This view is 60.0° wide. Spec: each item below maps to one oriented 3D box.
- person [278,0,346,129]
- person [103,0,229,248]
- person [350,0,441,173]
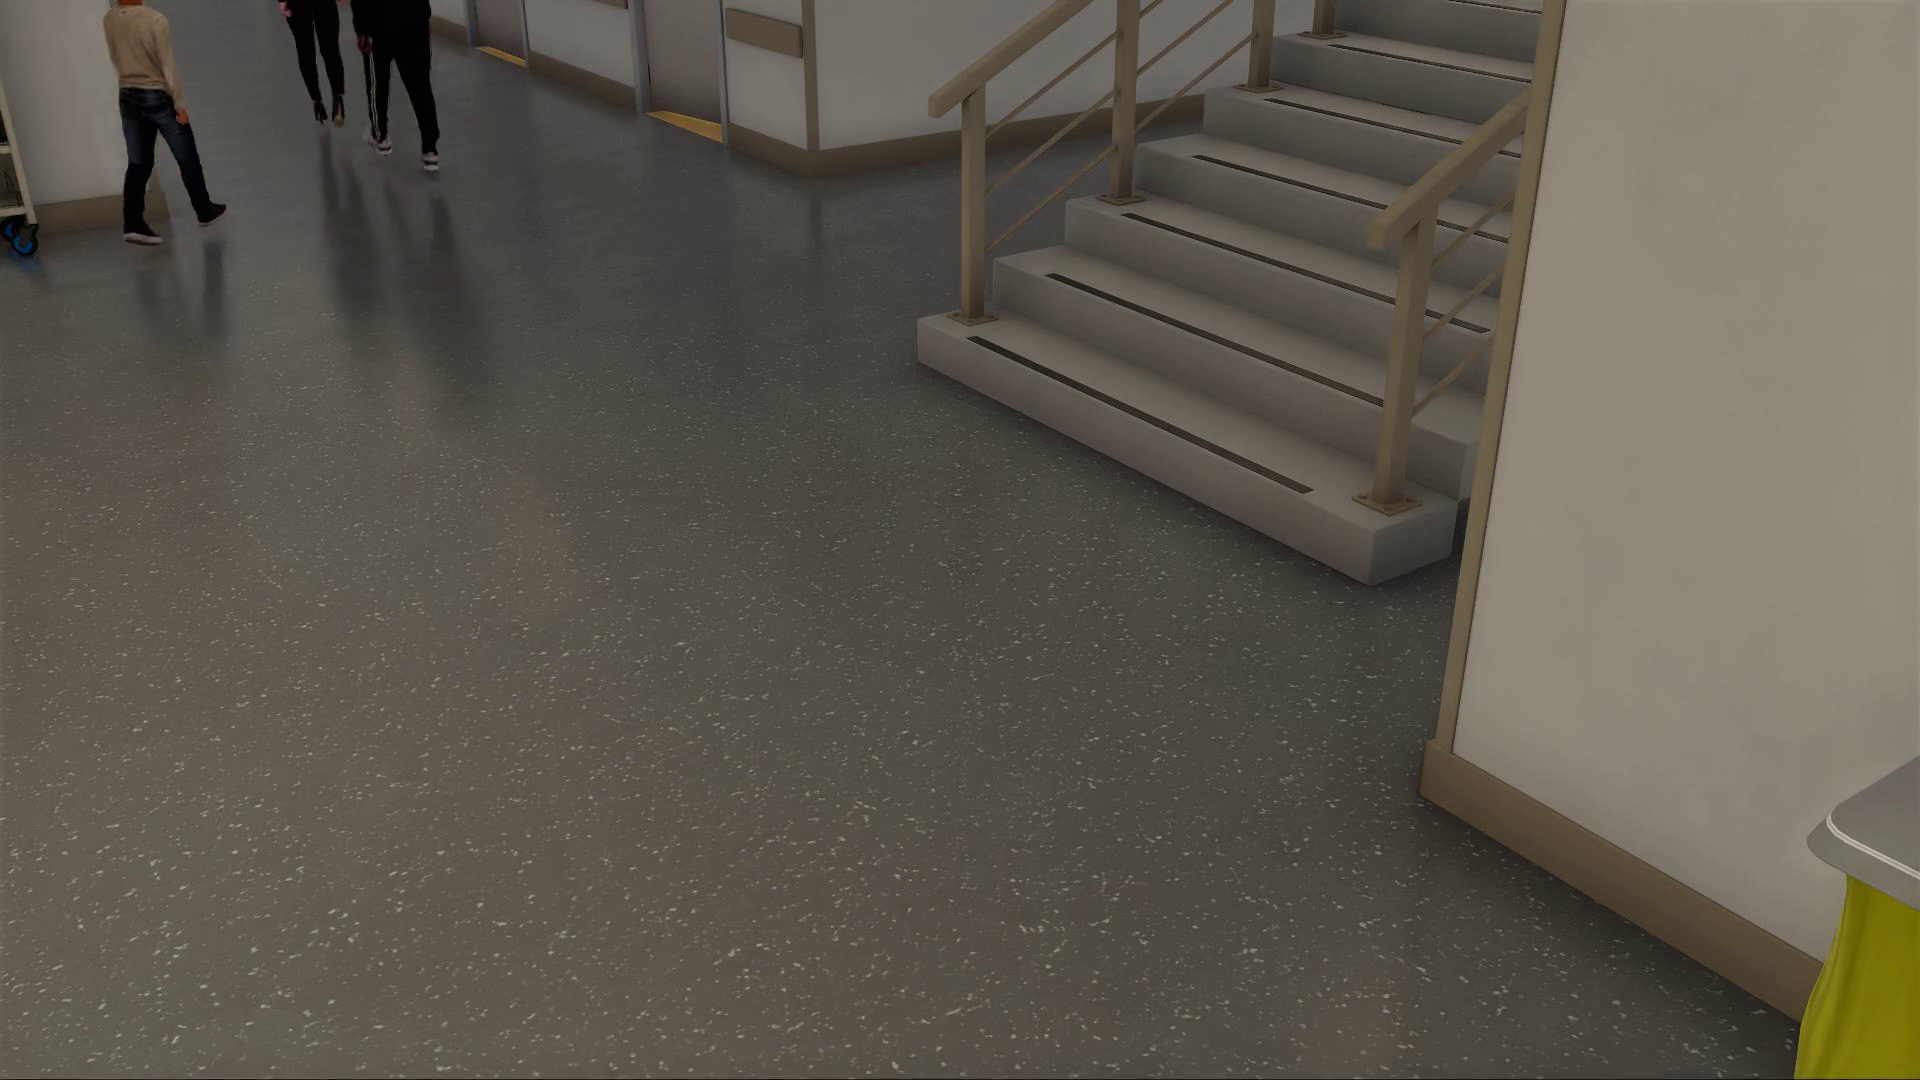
[{"bbox_3d":[-4.302,-3.556,11.081,1.030,1.682,0.774,-11,28,-22],"label":"person"},{"bbox_3d":[-4.243,-2.229,8.609,1.002,1.439,1.032,3,26,6],"label":"person"},{"bbox_3d":[-3.384,-3.115,10.032,1.011,1.800,0.762,-16,30,-30],"label":"person"}]
